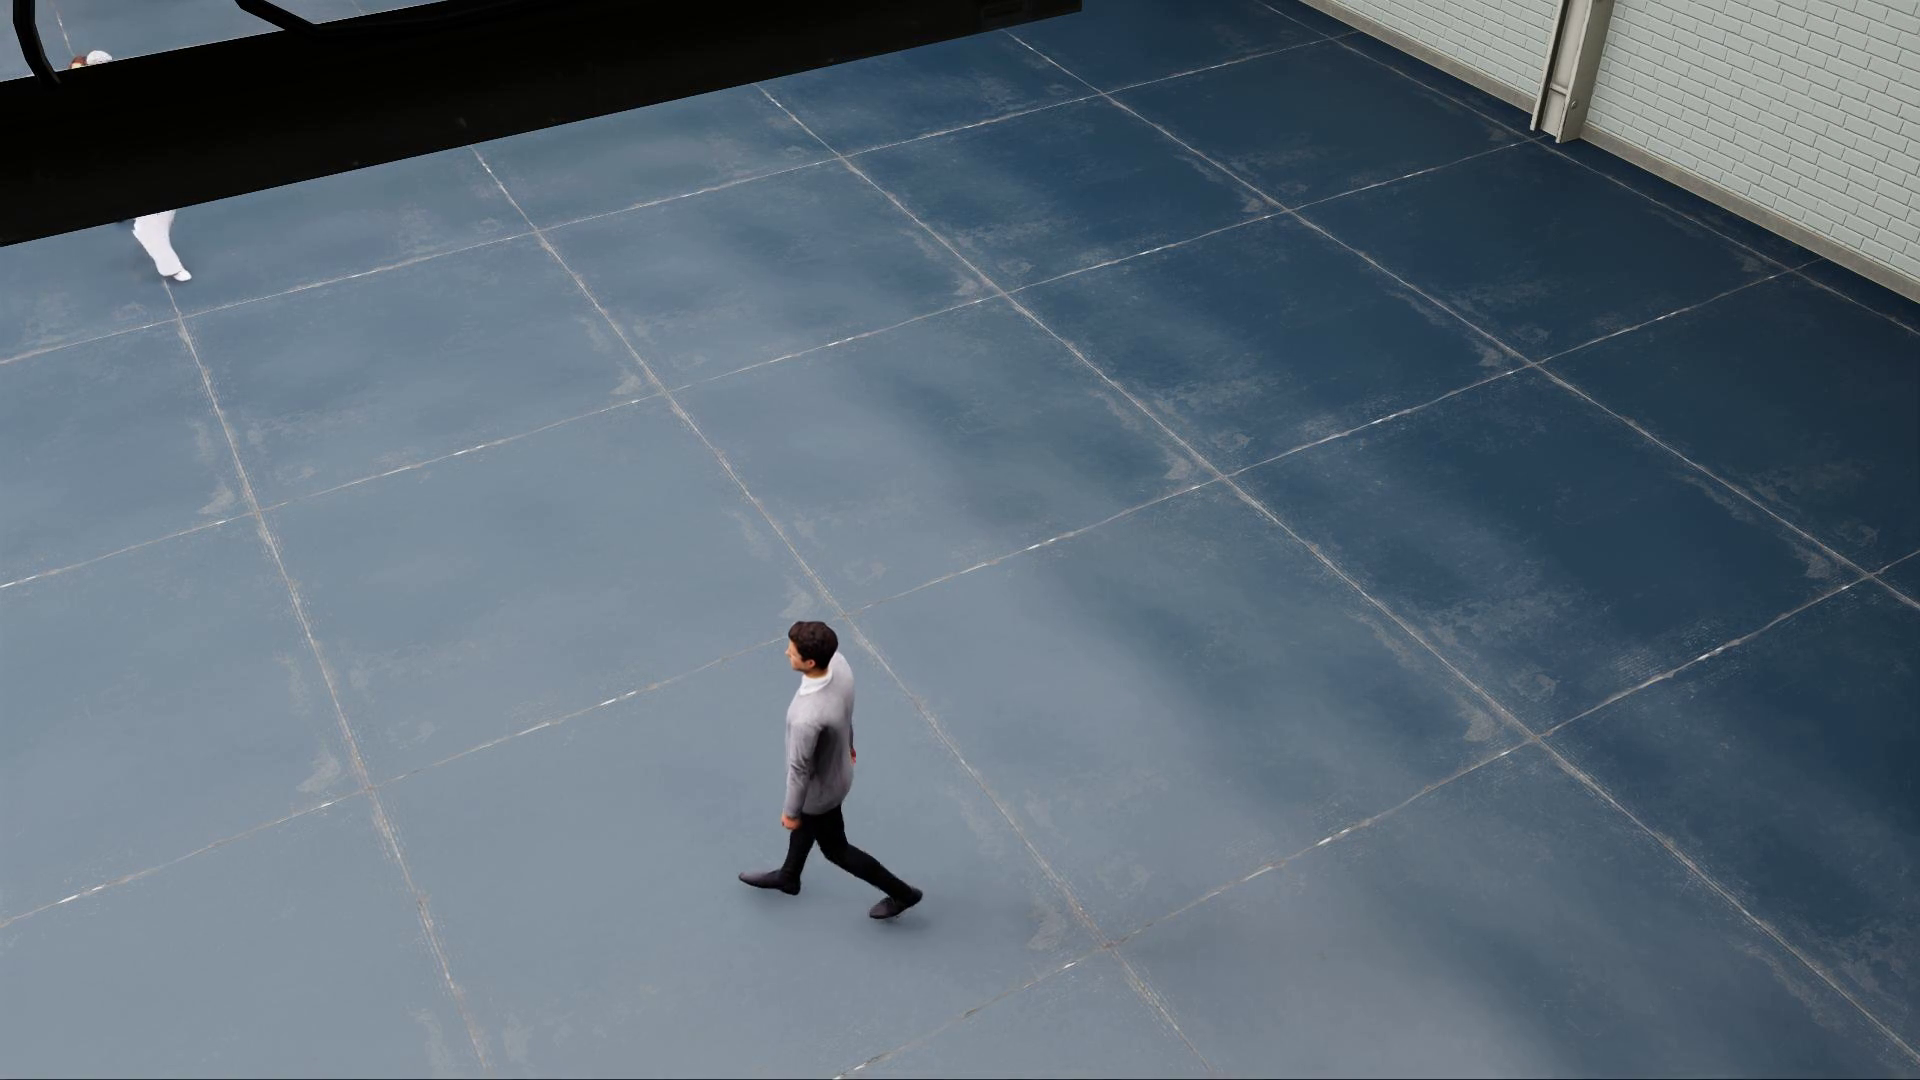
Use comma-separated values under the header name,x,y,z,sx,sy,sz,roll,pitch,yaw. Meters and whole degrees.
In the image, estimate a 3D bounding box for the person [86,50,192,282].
name,x,y,z,sx,sy,sz,roll,pitch,yaw
person,-6.779,-3.082,13.572,1.105,1.911,0.942,24,44,27

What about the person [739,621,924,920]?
name,x,y,z,sx,sy,sz,roll,pitch,yaw
person,-0.593,1.177,8.131,1.289,1.907,1.286,5,38,7
